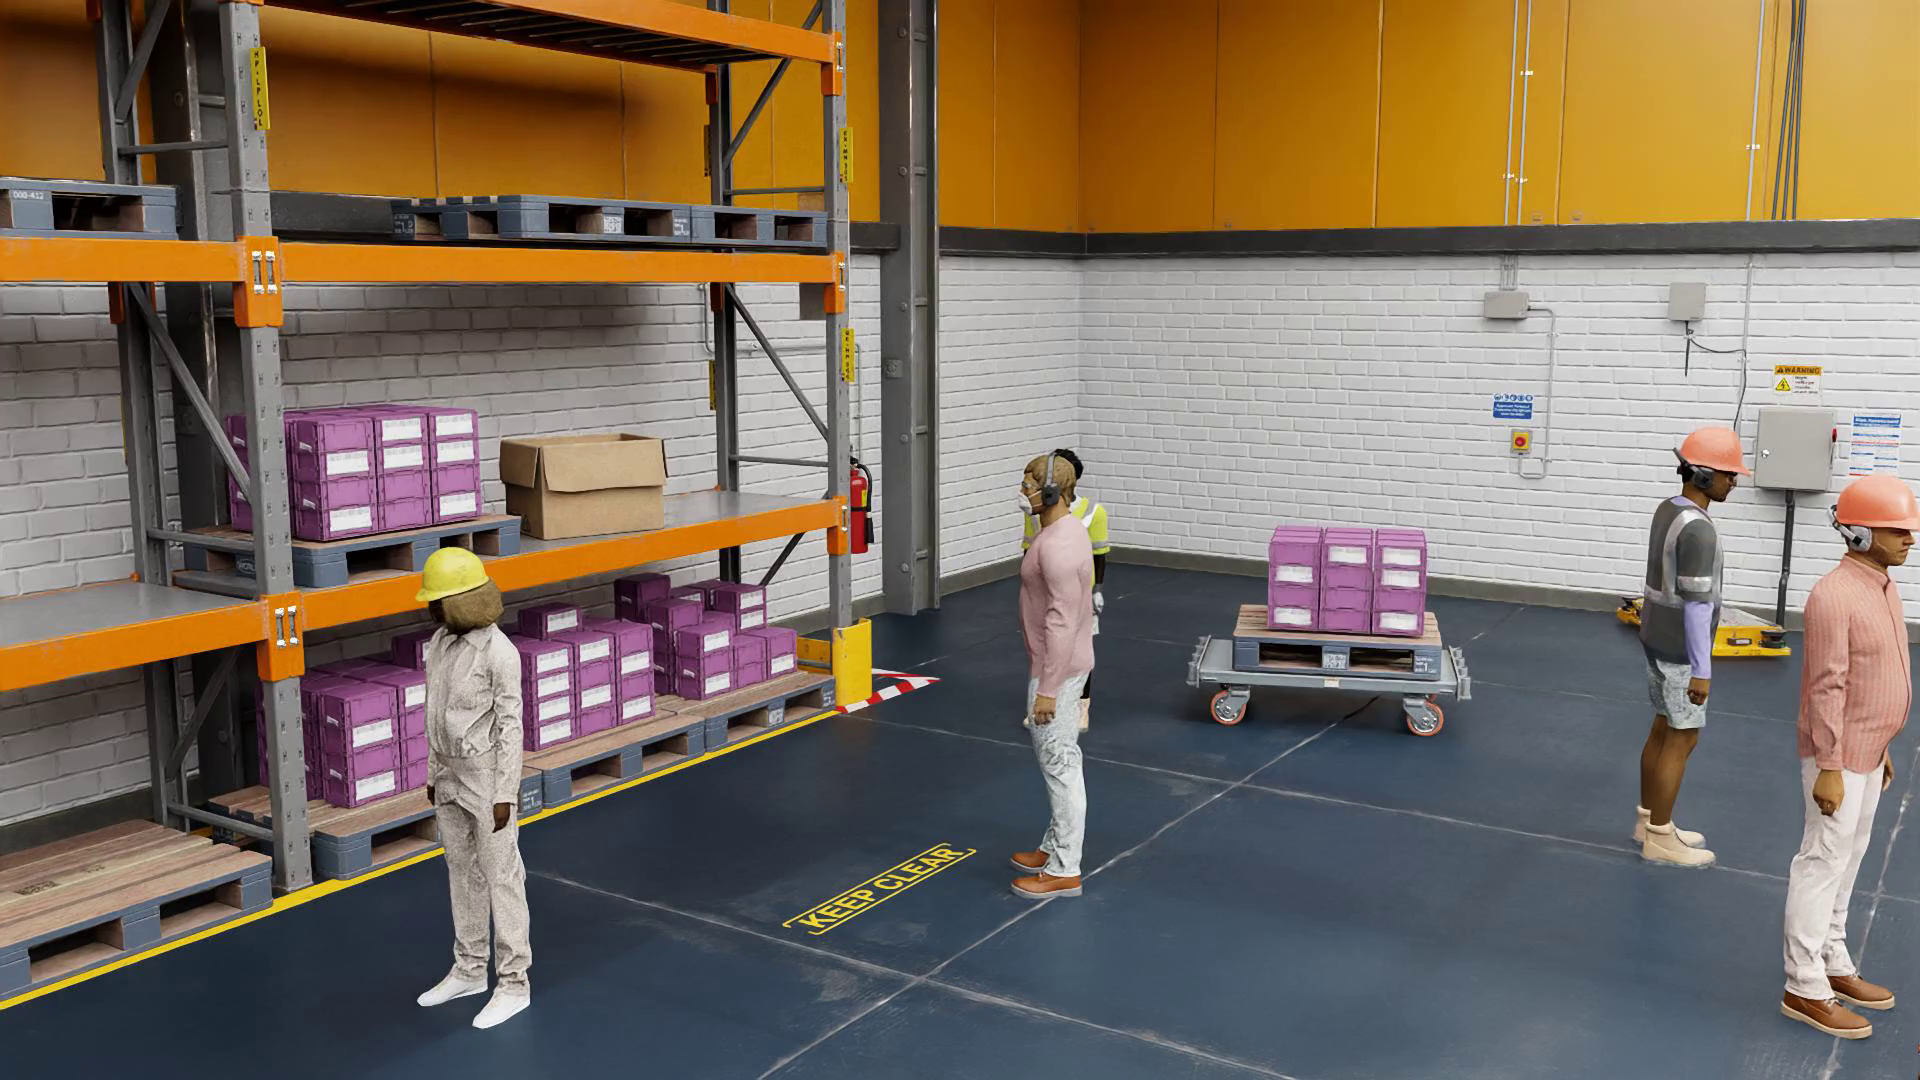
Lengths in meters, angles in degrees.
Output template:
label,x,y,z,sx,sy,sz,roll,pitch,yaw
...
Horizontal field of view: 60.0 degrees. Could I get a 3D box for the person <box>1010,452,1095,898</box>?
label,x,y,z,sx,sy,sz,roll,pitch,yaw
person,0.402,0.585,7.257,0.368,1.935,0.632,1,9,4

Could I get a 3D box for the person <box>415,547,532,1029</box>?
label,x,y,z,sx,sy,sz,roll,pitch,yaw
person,-1.773,0.880,5.988,0.484,1.735,0.311,7,11,38

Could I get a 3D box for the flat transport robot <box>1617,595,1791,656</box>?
label,x,y,z,sx,sy,sz,roll,pitch,yaw
flat transport robot,5.509,0.625,12.385,0.652,0.197,1.431,0,9,-1

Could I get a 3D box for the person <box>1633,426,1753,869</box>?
label,x,y,z,sx,sy,sz,roll,pitch,yaw
person,3.326,0.491,7.584,0.409,2.029,0.612,1,9,9

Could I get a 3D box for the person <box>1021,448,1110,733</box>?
label,x,y,z,sx,sy,sz,roll,pitch,yaw
person,0.616,0.299,9.884,0.535,1.697,0.322,3,9,21

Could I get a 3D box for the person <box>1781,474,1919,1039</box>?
label,x,y,z,sx,sy,sz,roll,pitch,yaw
person,3.203,0.753,5.969,0.381,1.994,0.613,8,12,43
